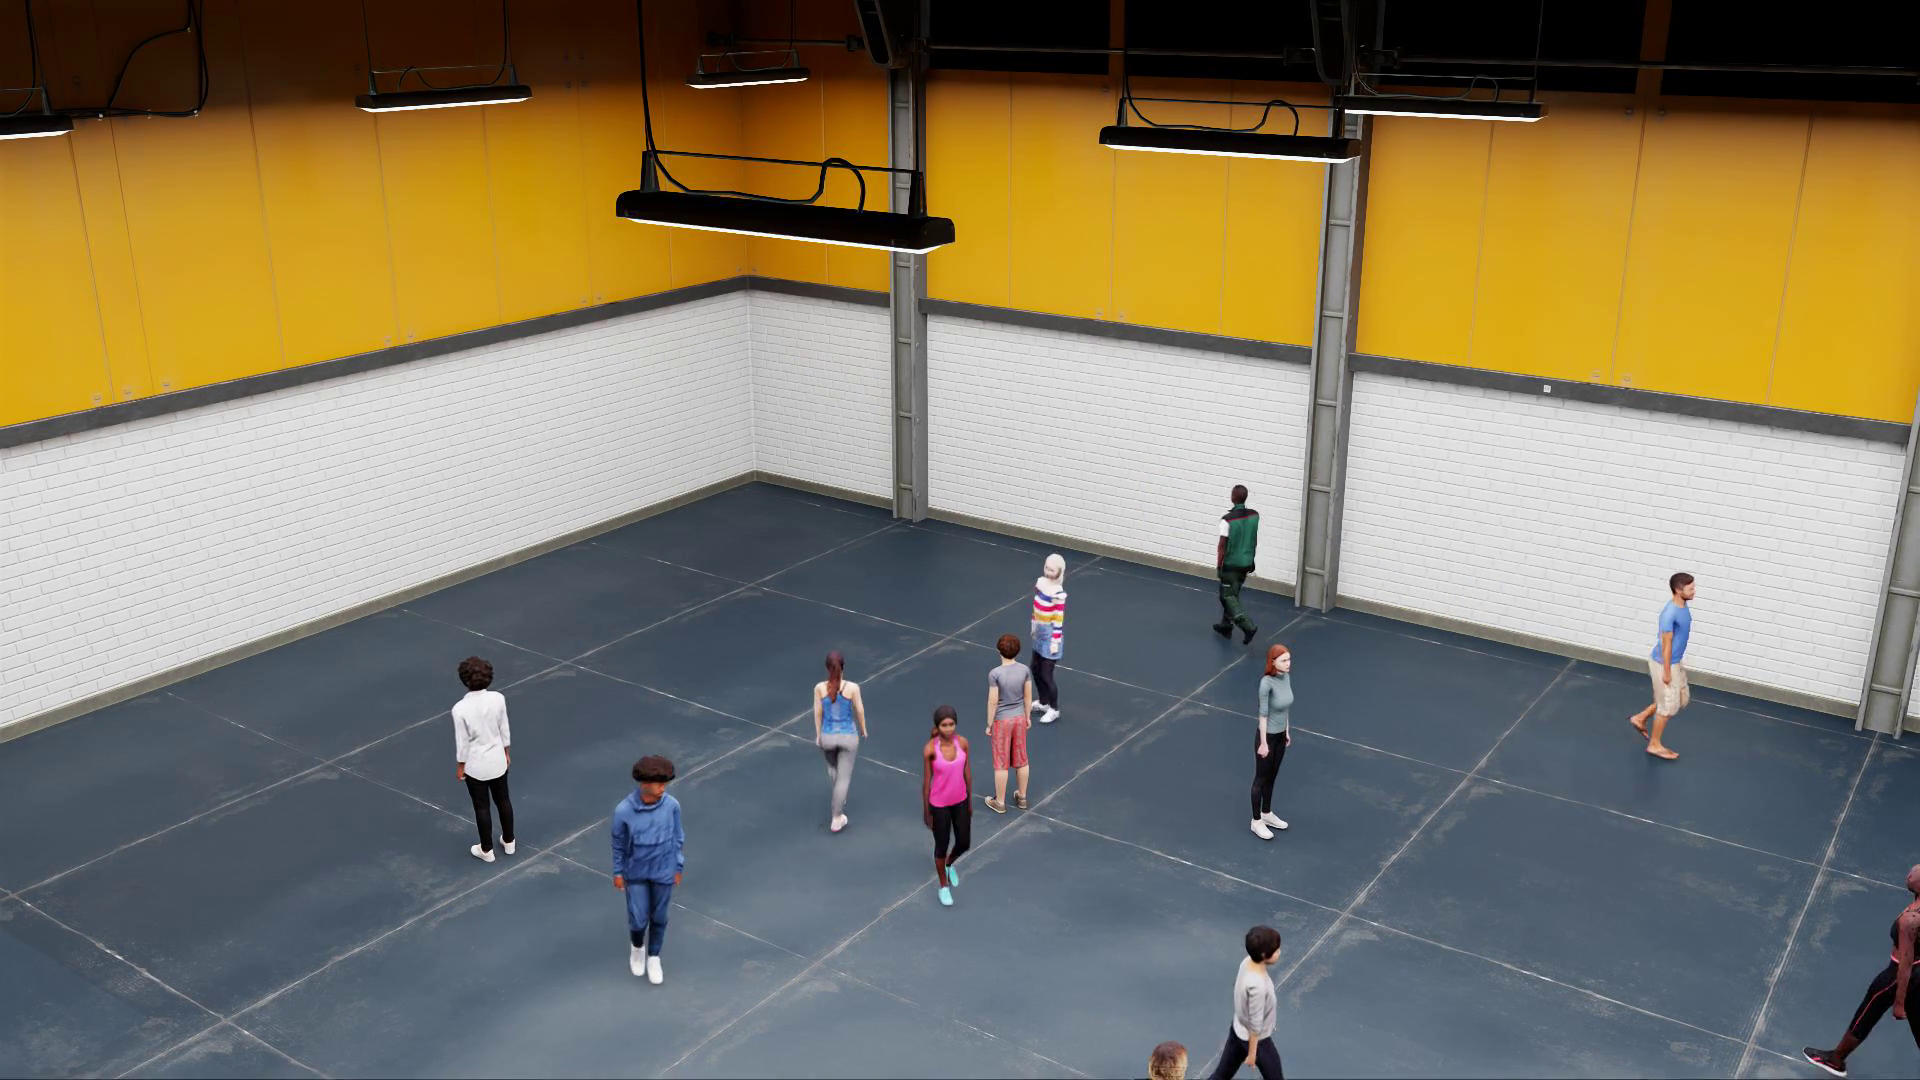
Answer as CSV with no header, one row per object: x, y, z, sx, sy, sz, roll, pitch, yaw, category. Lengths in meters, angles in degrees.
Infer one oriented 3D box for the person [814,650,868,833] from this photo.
-1.066,1.764,14.398,0.946,1.583,0.871,4,19,11,person

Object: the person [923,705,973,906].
-0.122,2.070,13.284,0.736,1.715,0.799,-6,19,-17,person

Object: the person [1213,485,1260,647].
3.095,0.297,18.381,0.960,1.821,1.153,-10,21,-27,person

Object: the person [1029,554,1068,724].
0.871,0.964,16.469,0.841,1.779,0.677,-4,19,-11,person

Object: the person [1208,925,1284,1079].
1.759,3.119,10.485,1.084,1.513,0.967,-1,19,-3,person

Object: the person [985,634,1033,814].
0.436,1.617,14.728,0.662,1.651,0.689,-7,20,-20,person

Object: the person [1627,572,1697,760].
6.638,1.158,15.791,0.744,1.844,0.649,13,23,34,person

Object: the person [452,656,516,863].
-3.963,1.819,13.882,0.693,1.809,0.668,-14,23,-35,person

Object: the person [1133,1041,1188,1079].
1.041,3.530,9.047,0.625,1.652,0.755,7,20,19,person

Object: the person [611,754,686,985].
-2.298,2.382,12.246,0.820,1.786,0.852,-6,19,-16,person

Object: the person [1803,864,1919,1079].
6.206,2.936,10.731,0.875,1.704,1.271,-13,23,-34,person

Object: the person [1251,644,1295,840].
2.688,1.708,14.316,0.572,1.743,0.615,17,25,40,person
